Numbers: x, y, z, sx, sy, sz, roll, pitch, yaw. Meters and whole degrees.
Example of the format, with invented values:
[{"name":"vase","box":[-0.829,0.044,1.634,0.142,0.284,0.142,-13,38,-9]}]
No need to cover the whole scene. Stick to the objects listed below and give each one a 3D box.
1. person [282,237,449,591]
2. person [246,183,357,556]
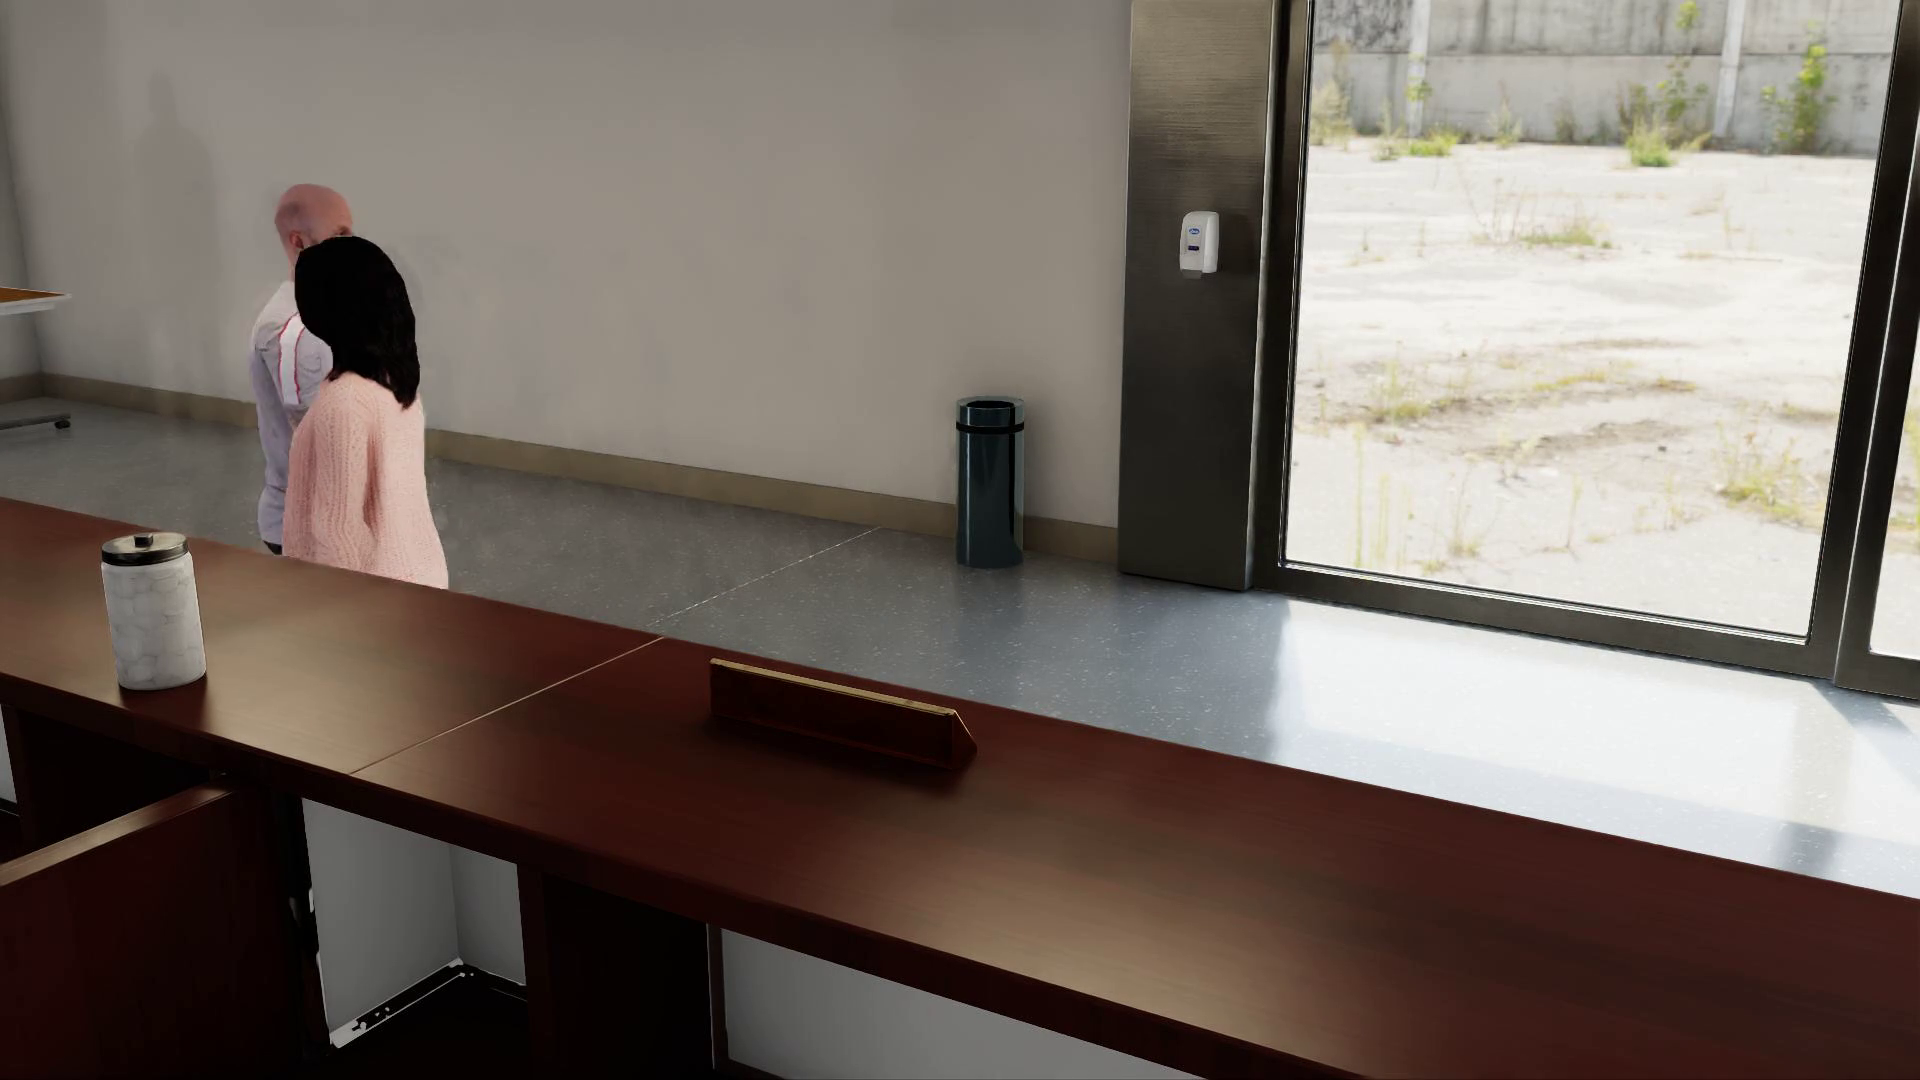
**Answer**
[{"name":"person","box":[-1.259,0.196,3.852,0.930,1.737,0.949,0,16,0]},{"name":"person","box":[-1.788,-0.034,4.522,0.881,1.816,0.816,0,16,-1]}]
